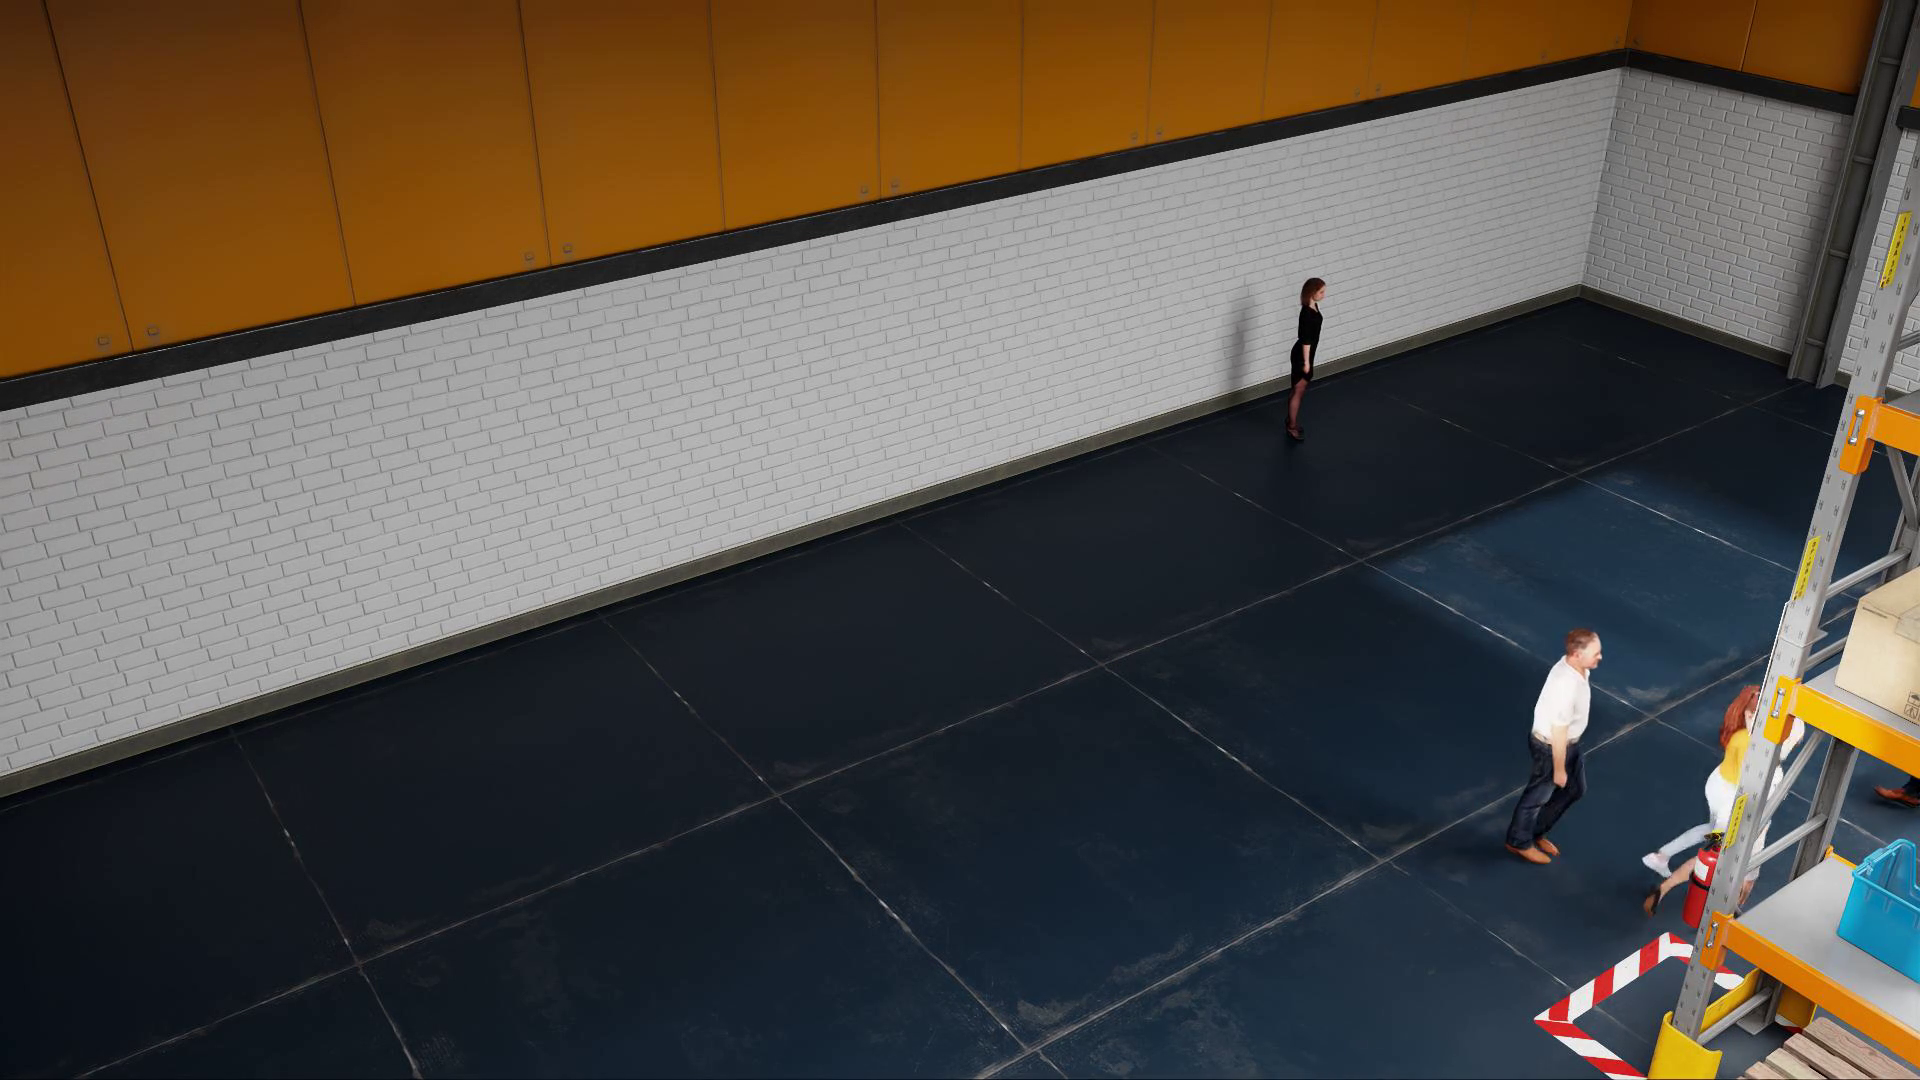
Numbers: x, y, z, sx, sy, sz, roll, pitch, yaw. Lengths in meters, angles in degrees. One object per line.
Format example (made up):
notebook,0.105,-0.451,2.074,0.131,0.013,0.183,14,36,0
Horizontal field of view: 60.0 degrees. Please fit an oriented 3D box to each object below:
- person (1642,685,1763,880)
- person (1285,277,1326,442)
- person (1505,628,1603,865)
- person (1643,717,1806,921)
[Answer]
person,4.740,1.630,10.478,0.982,1.733,0.909,5,29,9
person,3.482,-1.852,16.892,0.702,1.705,0.653,6,29,12
person,3.803,1.326,10.927,0.759,1.838,0.751,19,34,30
person,4.731,1.769,10.239,1.060,1.718,1.031,2,29,4
